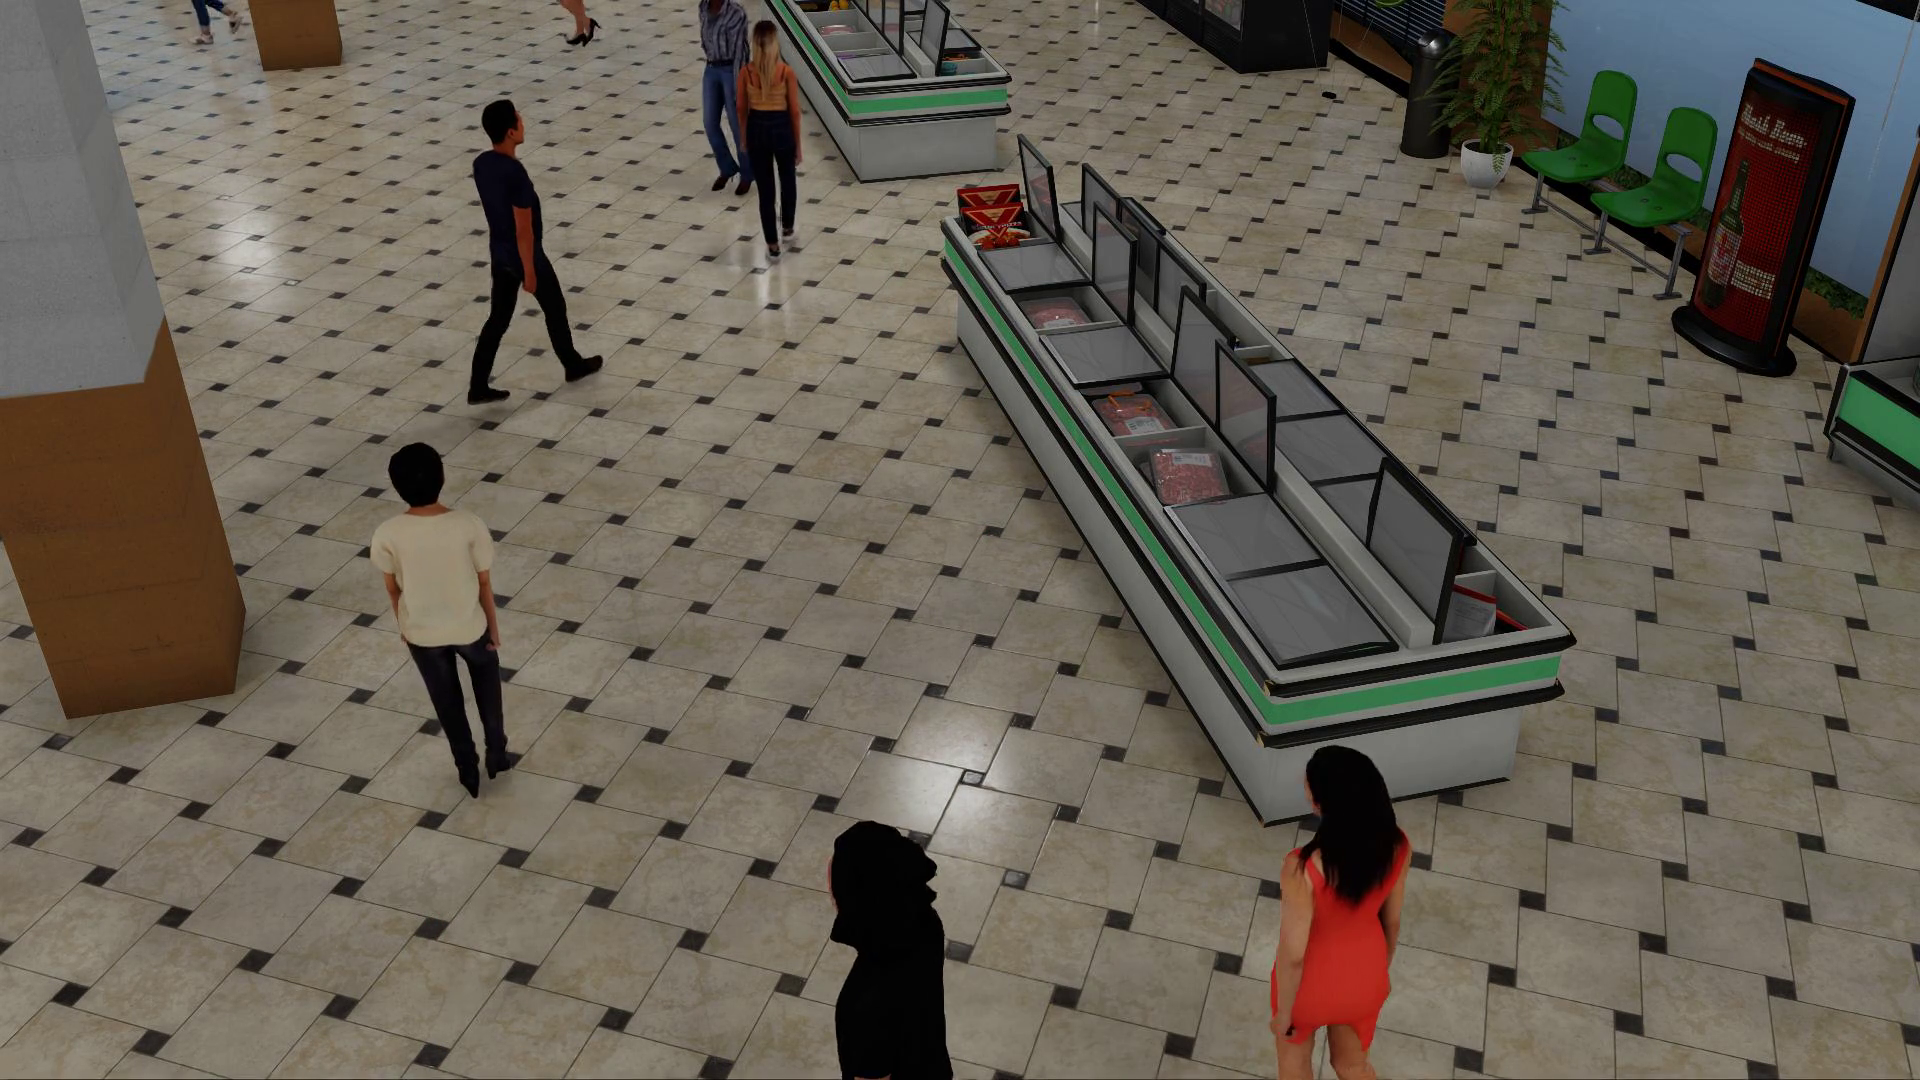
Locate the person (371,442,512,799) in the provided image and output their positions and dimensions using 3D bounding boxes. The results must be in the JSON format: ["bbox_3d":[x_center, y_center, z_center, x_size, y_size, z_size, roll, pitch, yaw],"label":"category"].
[{"bbox_3d":[-1.990,0.382,6.463,0.617,1.578,0.571,-11,34,-17],"label":"person"}]

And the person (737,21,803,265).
[{"bbox_3d":[-1.286,-2.677,11.350,0.702,1.609,0.857,-4,32,-7],"label":"person"}]

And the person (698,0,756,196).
[{"bbox_3d":[-1.703,-3.407,12.384,0.887,1.755,0.824,-27,41,-36],"label":"person"}]

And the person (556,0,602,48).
[{"bbox_3d":[-3.682,-5.534,15.888,0.946,1.666,0.882,14,35,21],"label":"person"}]

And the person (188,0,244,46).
[{"bbox_3d":[-7.339,-5.549,16.096,0.613,1.472,0.691,-8,33,-12],"label":"person"}]

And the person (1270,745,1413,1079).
[{"bbox_3d":[1.109,1.346,4.803,0.671,1.694,0.994,-12,34,-18],"label":"person"}]

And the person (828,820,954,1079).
[{"bbox_3d":[-0.106,1.513,4.421,0.880,1.816,0.812,11,34,17],"label":"person"}]

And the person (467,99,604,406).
[{"bbox_3d":[-2.595,-1.567,9.430,1.175,1.752,1.117,26,40,35],"label":"person"}]
